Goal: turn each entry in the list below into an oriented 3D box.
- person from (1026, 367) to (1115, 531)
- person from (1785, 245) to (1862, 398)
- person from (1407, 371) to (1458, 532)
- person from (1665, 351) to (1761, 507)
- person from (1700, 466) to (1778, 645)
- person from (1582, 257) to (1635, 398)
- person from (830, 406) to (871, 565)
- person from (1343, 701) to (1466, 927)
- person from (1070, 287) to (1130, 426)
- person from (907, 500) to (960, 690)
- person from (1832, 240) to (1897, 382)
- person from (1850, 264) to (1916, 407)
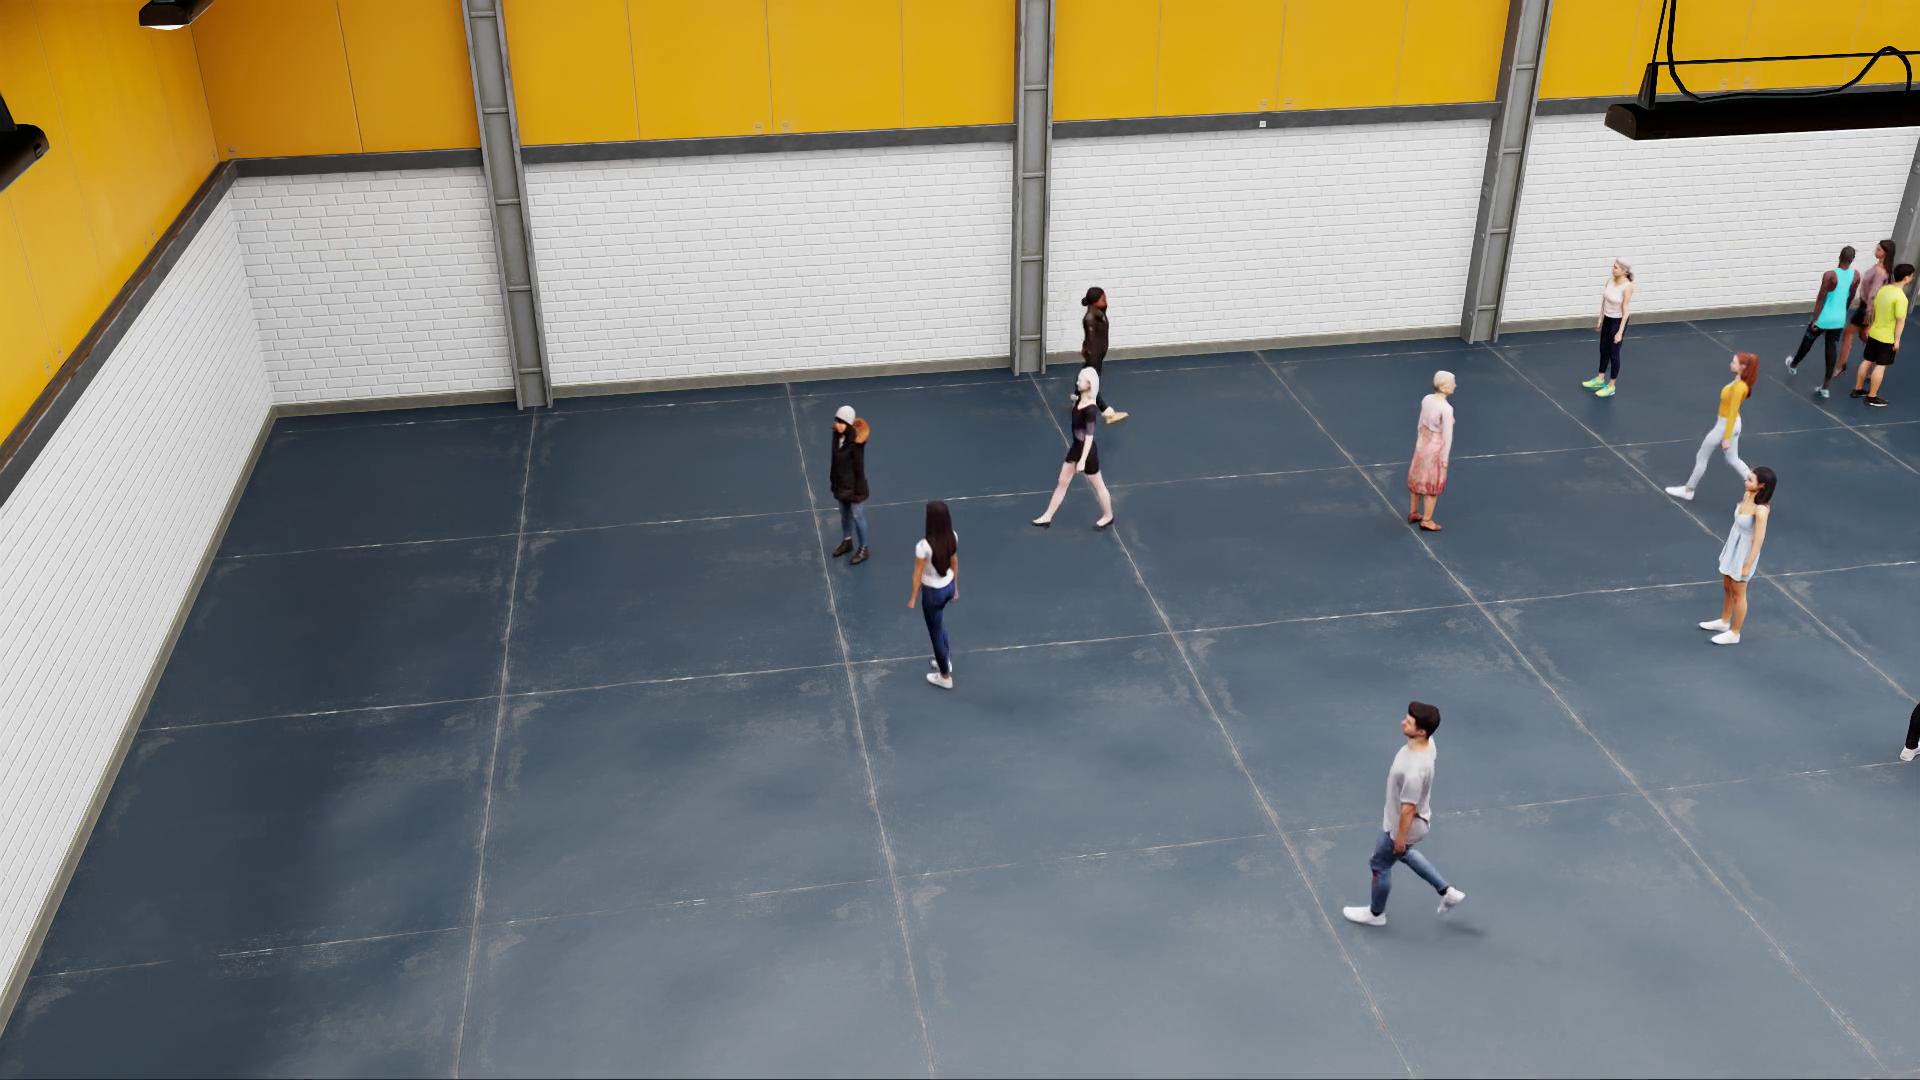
[{"bbox_3d":[1.331,-0.857,16.564,1.176,1.784,0.700,-8,30,-14],"label":"person"},{"bbox_3d":[10.340,-2.550,19.680,1.159,1.771,0.880,2,29,4],"label":"person"},{"bbox_3d":[4.744,-0.897,16.734,0.656,1.691,0.648,-13,31,-22],"label":"person"},{"bbox_3d":[7.969,-1.098,17.079,1.219,1.714,1.091,16,32,26],"label":"person"},{"bbox_3d":[6.975,0.128,14.814,0.586,1.729,0.628,1,29,1],"label":"person"},{"bbox_3d":[7.774,-2.554,19.760,0.542,1.702,0.613,-7,29,-12],"label":"person"},{"bbox_3d":[-1.062,-0.554,16.167,0.729,1.631,0.767,25,37,37],"label":"person"},{"bbox_3d":[3.133,1.911,11.402,1.146,1.867,0.993,10,30,18],"label":"person"},{"bbox_3d":[1.468,-2.125,19.065,0.994,1.613,1.146,-2,29,-4],"label":"person"},{"bbox_3d":[-0.124,0.498,14.101,0.777,1.763,0.710,21,35,34],"label":"person"},{"bbox_3d":[10.993,-2.730,19.992,0.981,1.790,0.914,16,33,27],"label":"person"},{"bbox_3d":[10.852,-2.425,19.517,0.503,1.708,0.618,-5,29,-9],"label":"person"}]
